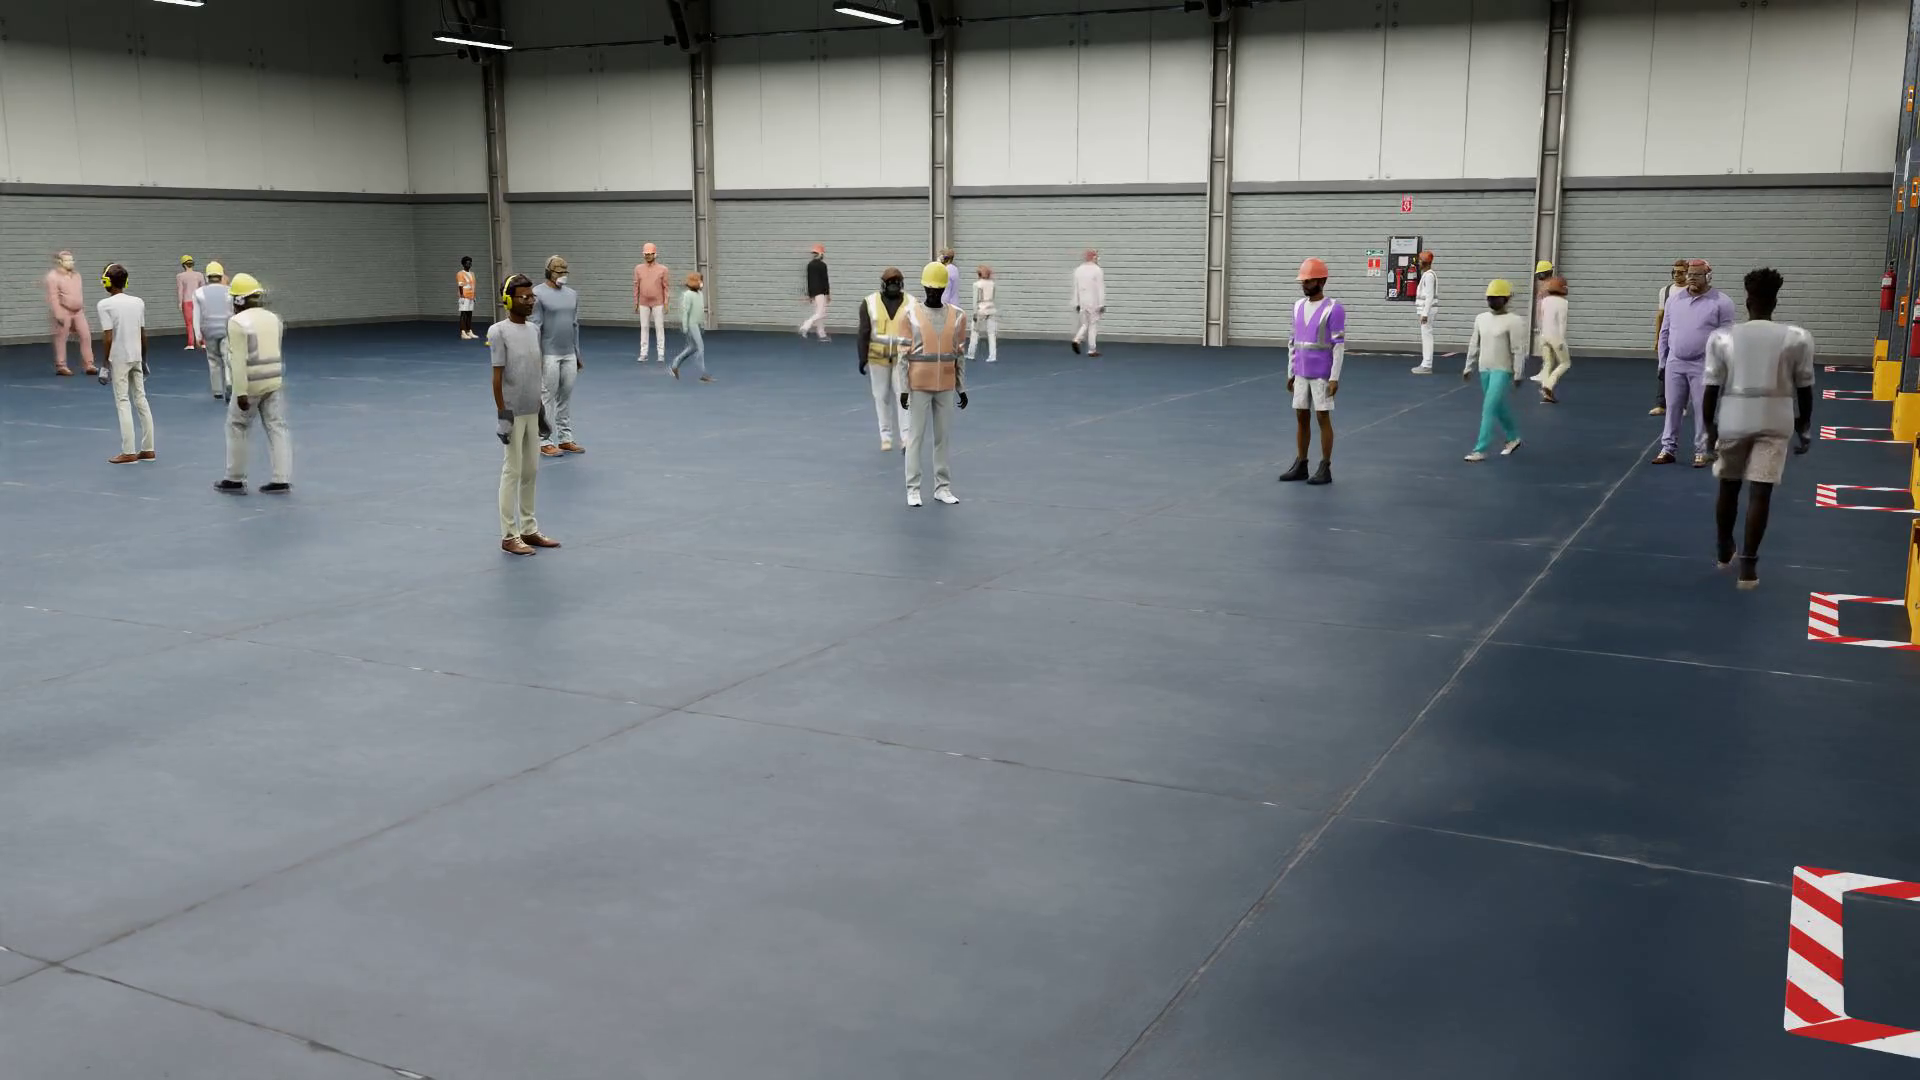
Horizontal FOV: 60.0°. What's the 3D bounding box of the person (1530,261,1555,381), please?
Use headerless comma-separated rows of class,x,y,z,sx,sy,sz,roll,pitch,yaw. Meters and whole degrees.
person,8.556,-3.207,24.391,0.324,1.760,0.523,3,11,18

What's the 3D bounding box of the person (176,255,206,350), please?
person,-14.327,-4.422,31.002,0.320,1.766,0.523,9,14,41

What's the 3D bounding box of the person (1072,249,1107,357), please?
person,2.295,-4.161,29.231,0.460,1.896,0.657,-7,13,-35

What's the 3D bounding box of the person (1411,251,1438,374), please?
person,7.199,-3.507,25.693,0.358,1.881,0.574,3,11,15

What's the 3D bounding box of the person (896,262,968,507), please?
person,-0.210,-1.227,13.154,0.585,1.920,0.383,-4,11,-22

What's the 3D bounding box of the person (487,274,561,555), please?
person,-2.940,-0.842,11.188,0.328,1.872,0.510,4,11,20

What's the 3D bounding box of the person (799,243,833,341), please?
person,-2.893,-4.939,33.267,0.769,1.969,0.626,-7,13,-34

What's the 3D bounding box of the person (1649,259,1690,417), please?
person,8.434,-2.369,19.582,0.512,1.845,0.340,9,14,41

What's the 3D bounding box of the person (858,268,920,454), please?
person,-0.677,-1.732,16.226,0.633,1.811,0.809,0,10,-2

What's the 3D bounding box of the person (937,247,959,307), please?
person,-0.200,-3.612,26.106,0.369,1.940,0.631,2,11,12

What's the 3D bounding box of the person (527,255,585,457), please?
person,-3.912,-1.784,16.147,0.373,1.937,0.629,6,12,30

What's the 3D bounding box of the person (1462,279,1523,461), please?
person,5.160,-1.638,15.929,0.887,1.727,0.527,-6,12,-31

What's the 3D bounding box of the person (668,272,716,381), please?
person,-3.962,-3.140,24.457,0.750,1.608,0.506,3,11,17

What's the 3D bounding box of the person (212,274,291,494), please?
person,-5.890,-1.275,13.706,0.773,1.805,0.621,4,11,20

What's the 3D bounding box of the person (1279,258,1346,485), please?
person,3.018,-1.442,14.278,0.374,1.935,0.552,-8,13,-38

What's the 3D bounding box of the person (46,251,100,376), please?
person,-13.433,-3.418,25.205,0.825,1.875,0.674,3,11,16

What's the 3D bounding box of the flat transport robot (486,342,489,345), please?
flat transport robot,-8.741,-3.932,32.402,0.652,0.197,1.431,0,10,-2

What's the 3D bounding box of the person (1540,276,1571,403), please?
person,7.555,-2.536,21.102,0.342,1.621,0.503,-4,11,-21

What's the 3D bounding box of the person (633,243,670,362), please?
person,-5.212,-4.005,28.092,0.611,1.996,0.378,1,10,3

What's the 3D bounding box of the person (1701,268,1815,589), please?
person,4.935,-0.707,10.308,0.620,1.915,0.980,6,12,30

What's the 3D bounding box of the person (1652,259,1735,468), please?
person,6.752,-1.625,15.362,0.643,1.908,0.408,9,14,42

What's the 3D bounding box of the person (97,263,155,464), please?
person,-7.833,-1.647,15.574,0.326,1.874,0.519,4,11,22

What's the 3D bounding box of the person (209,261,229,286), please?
person,-14.295,-4.563,32.116,0.317,1.641,0.518,3,11,15

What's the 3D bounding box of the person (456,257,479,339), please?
person,-10.153,-4.986,34.261,0.321,1.695,0.530,3,11,14

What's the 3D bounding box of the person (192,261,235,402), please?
person,-9.443,-2.644,21.215,0.602,1.809,0.787,-4,11,-21

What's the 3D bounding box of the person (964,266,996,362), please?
person,0.348,-3.820,28.149,0.546,1.606,0.788,-8,13,-36
